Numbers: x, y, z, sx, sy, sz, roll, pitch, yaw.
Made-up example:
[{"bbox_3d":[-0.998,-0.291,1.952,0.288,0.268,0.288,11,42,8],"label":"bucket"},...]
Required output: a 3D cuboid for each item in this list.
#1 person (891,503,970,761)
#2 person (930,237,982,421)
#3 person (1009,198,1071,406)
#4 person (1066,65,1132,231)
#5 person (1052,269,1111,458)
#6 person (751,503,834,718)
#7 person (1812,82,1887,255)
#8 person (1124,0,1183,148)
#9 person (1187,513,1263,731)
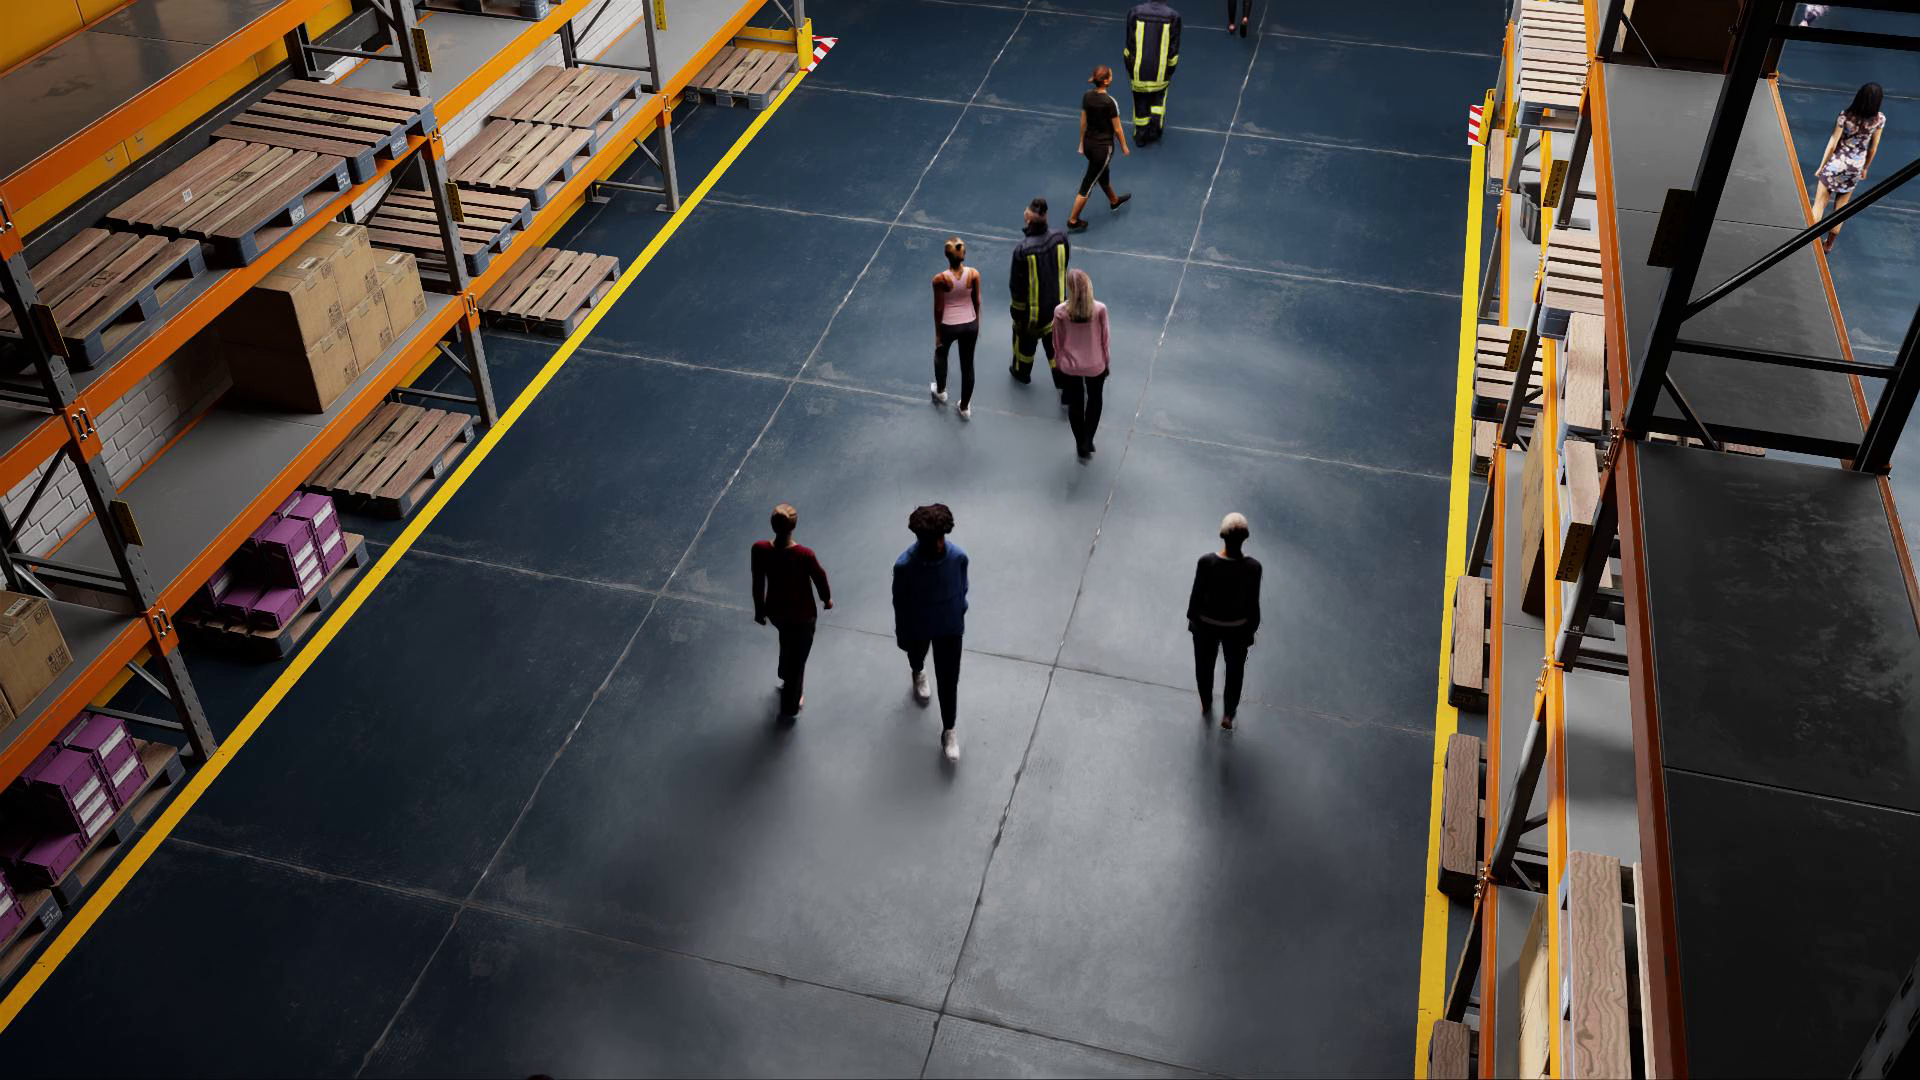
[{"bbox_3d":[-0.208,0.473,10.851,1.025,1.769,1.270,-7,39,-9],"label":"person"},{"bbox_3d":[0.004,-1.710,13.693,0.750,1.633,0.870,-5,39,-7],"label":"person"},{"bbox_3d":[0.712,-1.966,13.856,1.143,1.830,1.223,-16,41,-20],"label":"person"},{"bbox_3d":[1.296,-3.806,16.327,1.143,1.621,1.035,-23,44,-26],"label":"person"},{"bbox_3d":[0.959,-1.340,13.201,0.673,1.670,0.694,5,39,7],"label":"person"},{"bbox_3d":[-1.131,0.500,10.883,0.640,1.687,0.742,12,40,14],"label":"person"},{"bbox_3d":[8.454,-3.555,15.923,0.615,1.733,0.532,7,39,8],"label":"person"},{"bbox_3d":[2.037,-5.089,17.784,0.797,1.808,0.800,3,39,3],"label":"person"},{"bbox_3d":[1.702,0.565,10.781,0.677,1.712,0.823,4,39,6],"label":"person"}]
